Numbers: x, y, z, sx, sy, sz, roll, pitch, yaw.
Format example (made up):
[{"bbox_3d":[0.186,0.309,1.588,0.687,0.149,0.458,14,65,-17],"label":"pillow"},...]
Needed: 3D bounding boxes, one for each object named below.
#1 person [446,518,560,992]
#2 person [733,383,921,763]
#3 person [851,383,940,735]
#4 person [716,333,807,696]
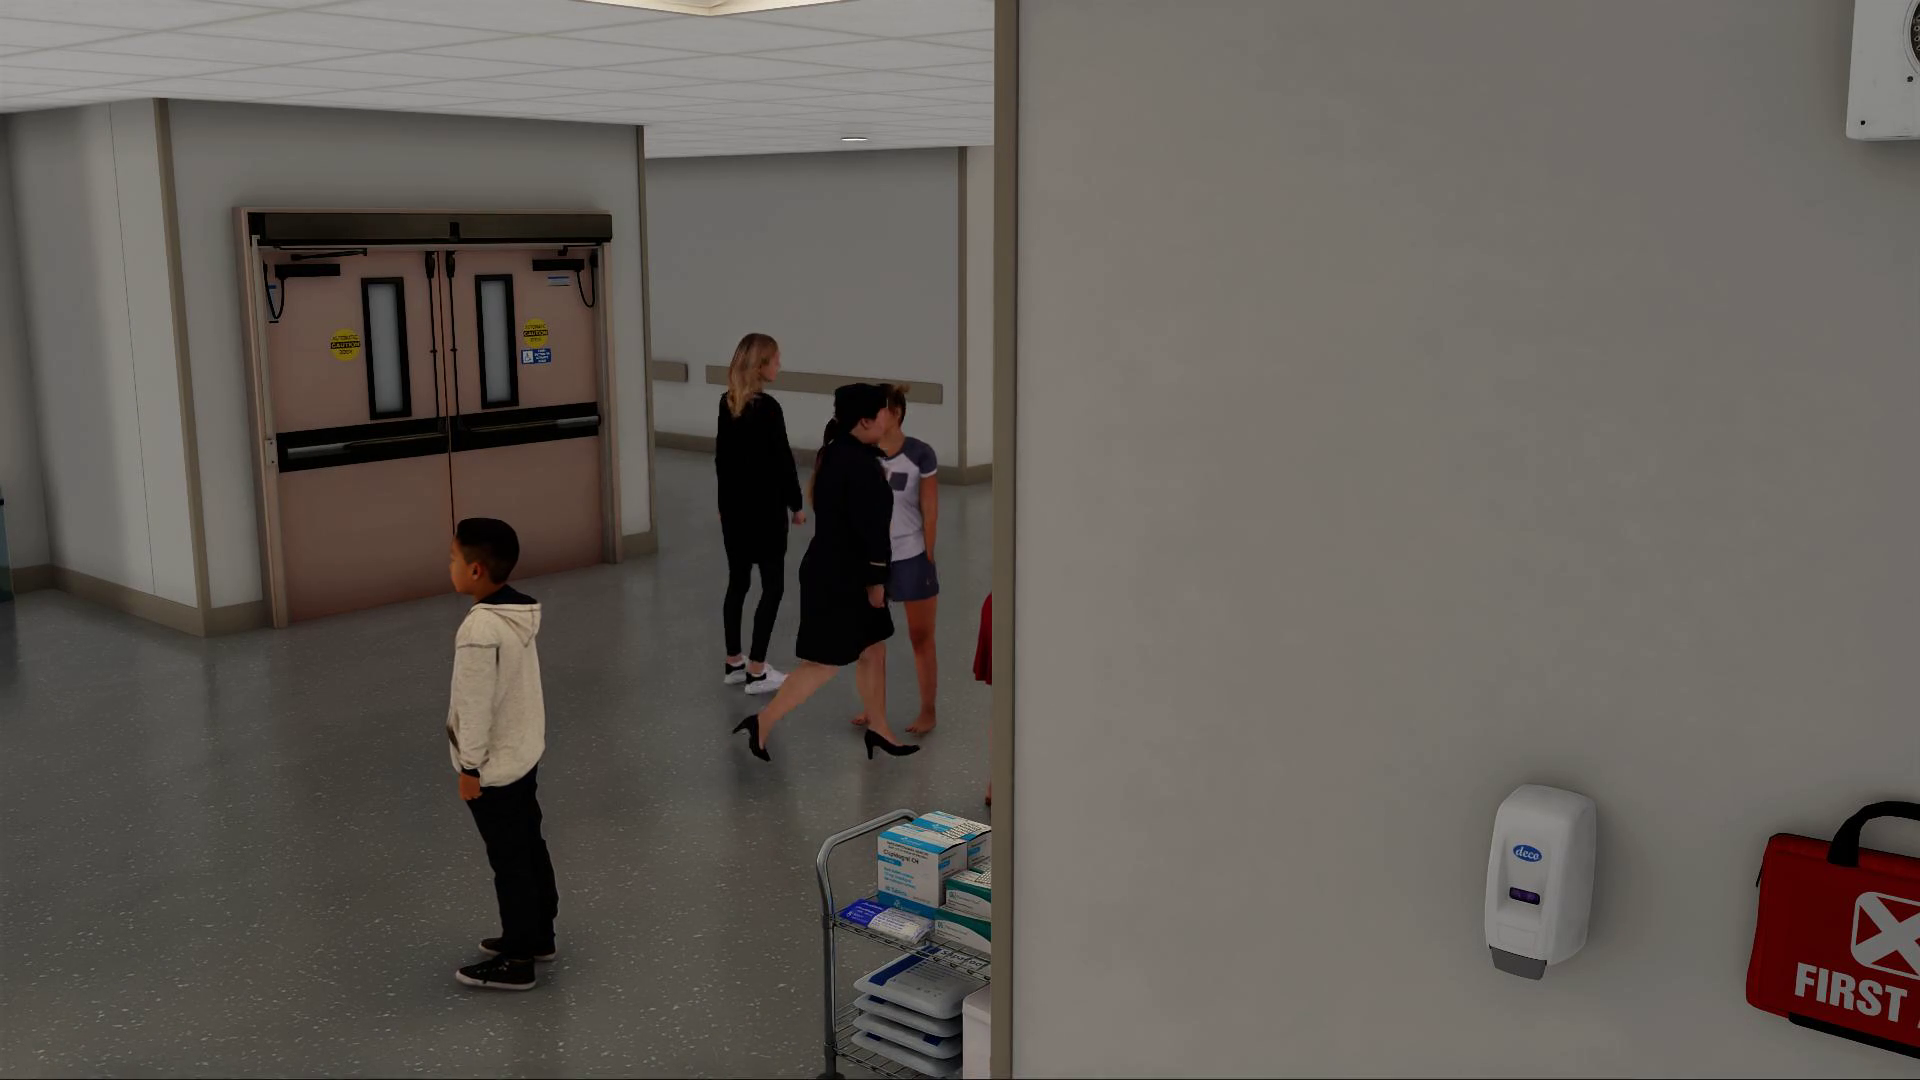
[{"bbox_3d":[-1.395,0.648,5.103,0.706,1.452,0.634,0,11,-1],"label":"person"},{"bbox_3d":[-0.561,0.194,6.997,1.202,1.638,1.063,-4,11,-18],"label":"person"},{"bbox_3d":[-0.282,0.087,7.626,0.610,1.615,0.585,5,12,25],"label":"person"},{"bbox_3d":[-1.023,-0.113,8.196,0.654,1.794,0.585,7,13,32],"label":"person"}]
